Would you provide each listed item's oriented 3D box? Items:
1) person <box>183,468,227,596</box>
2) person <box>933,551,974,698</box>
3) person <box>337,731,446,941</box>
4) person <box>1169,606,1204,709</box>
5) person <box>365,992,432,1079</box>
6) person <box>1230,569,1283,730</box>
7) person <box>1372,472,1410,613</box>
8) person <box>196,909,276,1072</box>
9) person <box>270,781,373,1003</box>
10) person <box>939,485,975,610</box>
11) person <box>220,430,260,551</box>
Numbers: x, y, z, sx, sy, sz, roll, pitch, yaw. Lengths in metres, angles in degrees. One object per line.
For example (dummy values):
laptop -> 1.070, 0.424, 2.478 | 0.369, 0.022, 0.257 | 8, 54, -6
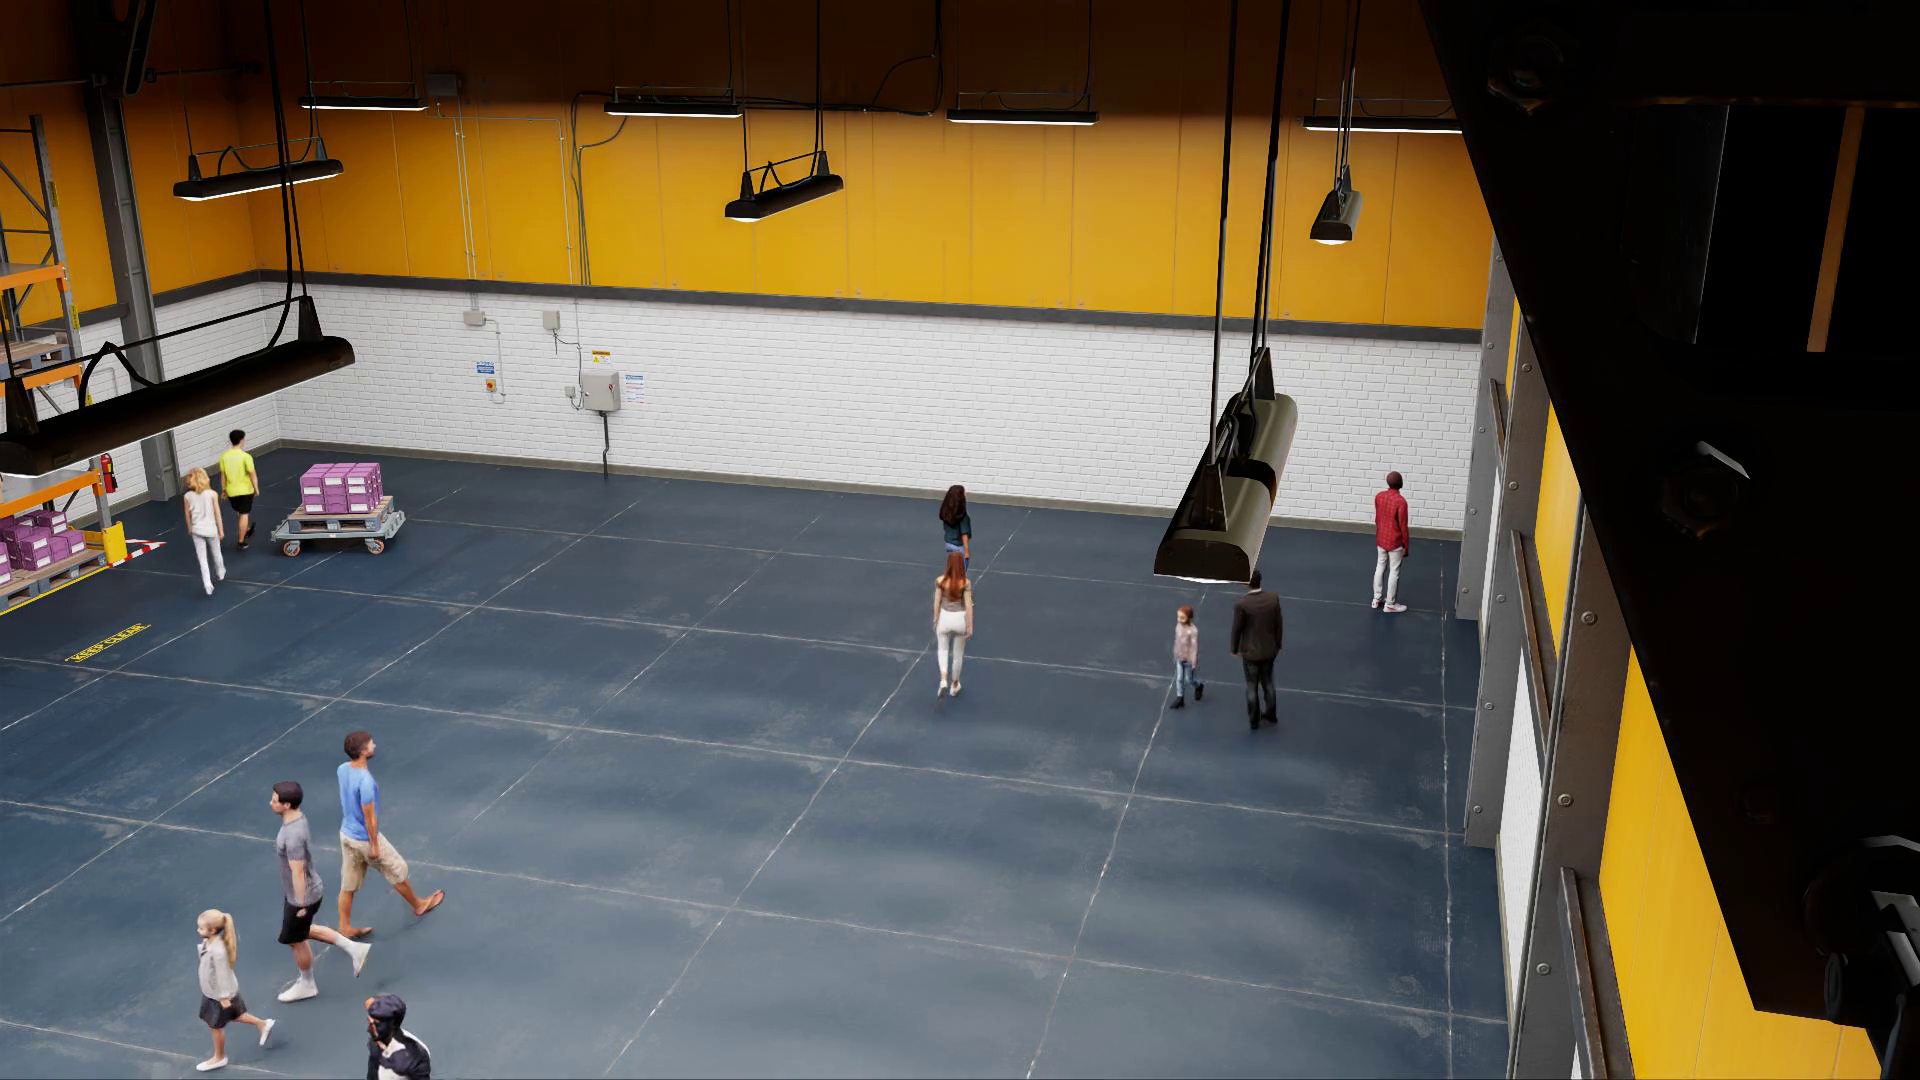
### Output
person -> -9.817, -0.086, 21.568 | 0.952, 1.627, 1.151 | -5, 19, -14
person -> -0.098, 0.963, 18.320 | 0.654, 1.712, 0.847 | 3, 19, 8
person -> -4.982, 2.474, 13.653 | 0.988, 1.827, 1.248 | 15, 24, 37
person -> 2.512, 1.272, 18.223 | 0.772, 1.187, 0.676 | -16, 24, -39
person -> -3.327, 3.594, 10.284 | 1.026, 1.854, 1.197 | 16, 25, 40
person -> 3.159, 1.165, 17.605 | 0.806, 1.786, 0.796 | -1, 19, -3
person -> 5.440, 0.003, 21.002 | 0.804, 1.820, 0.751 | -11, 22, -30
person -> -5.353, 3.269, 12.182 | 0.854, 1.260, 0.804 | -10, 21, -27
person -> -5.000, 2.719, 12.892 | 1.014, 1.848, 1.024 | -6, 20, -18
person -> -0.042, 0.079, 21.094 | 0.750, 1.617, 0.710 | -15, 24, -38
person -> -10.089, -0.668, 23.234 | 0.782, 1.668, 1.092 | 0, 19, 1
